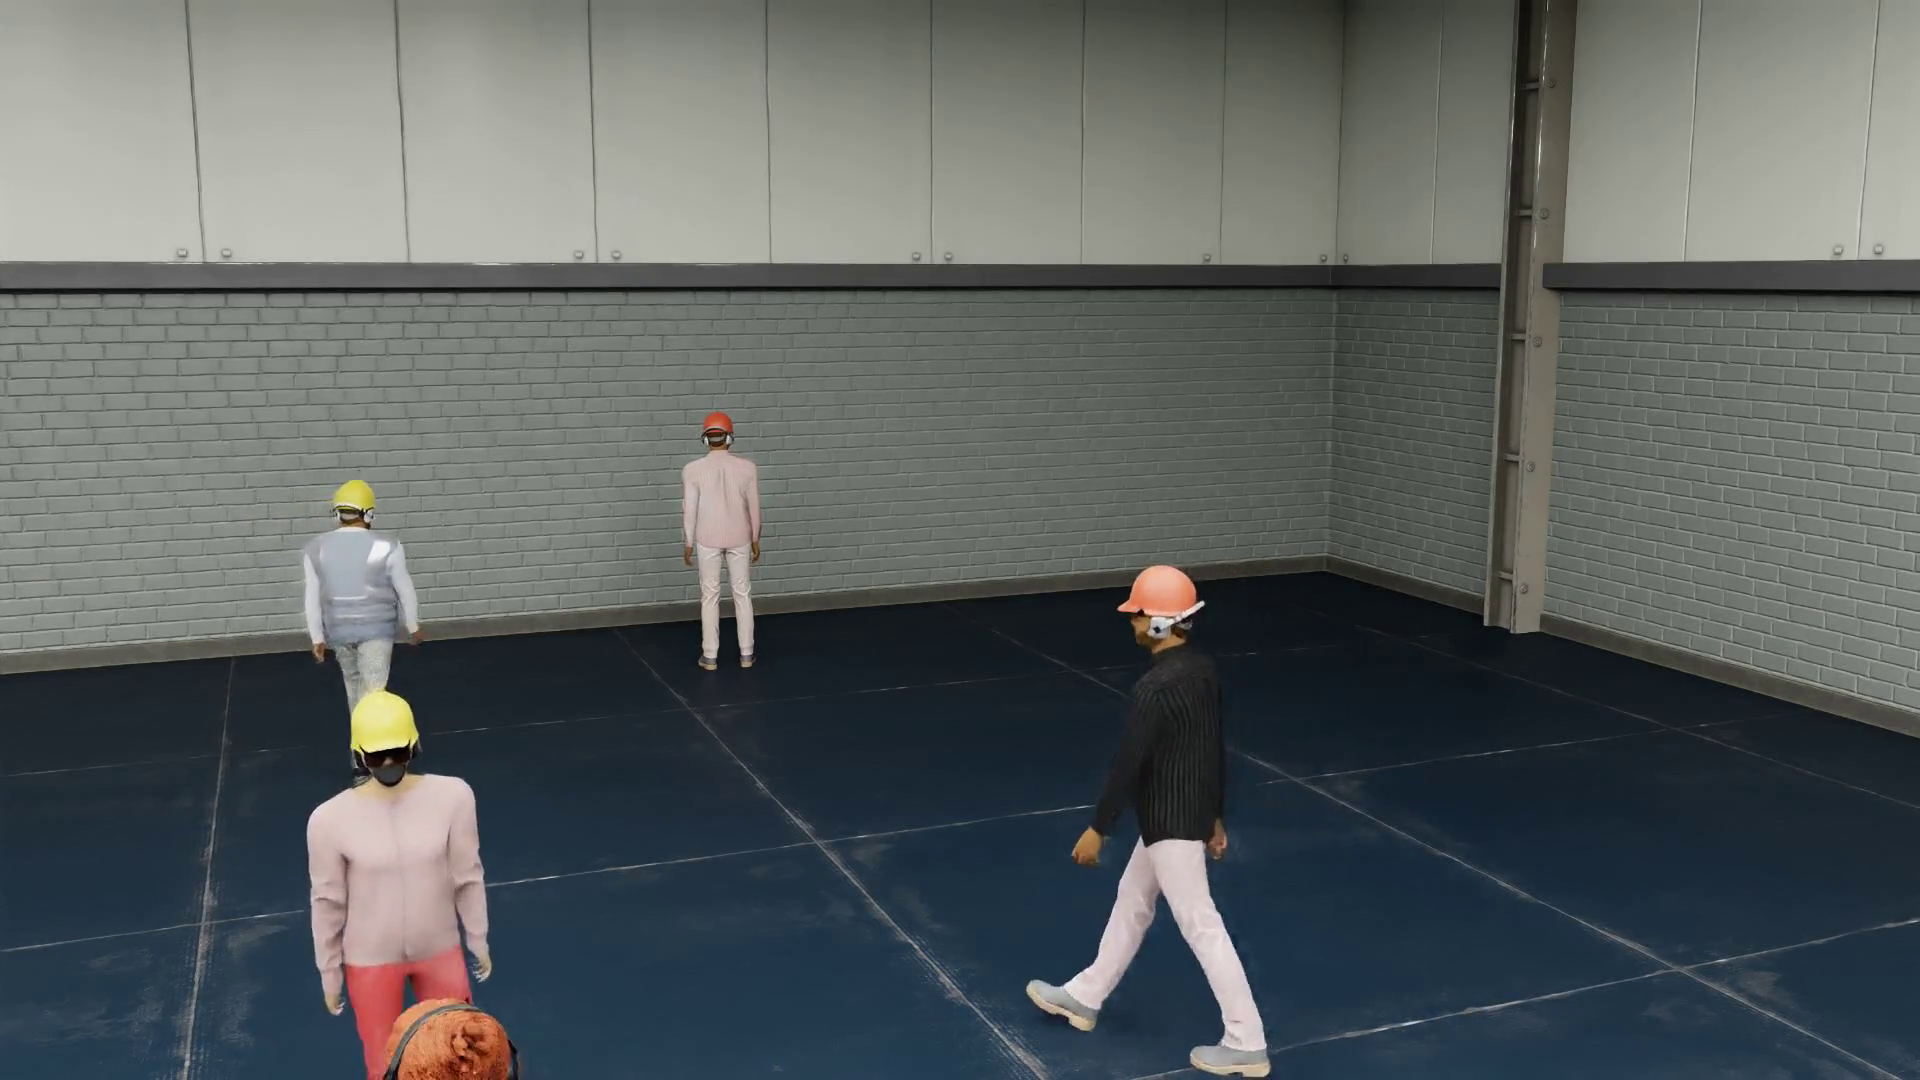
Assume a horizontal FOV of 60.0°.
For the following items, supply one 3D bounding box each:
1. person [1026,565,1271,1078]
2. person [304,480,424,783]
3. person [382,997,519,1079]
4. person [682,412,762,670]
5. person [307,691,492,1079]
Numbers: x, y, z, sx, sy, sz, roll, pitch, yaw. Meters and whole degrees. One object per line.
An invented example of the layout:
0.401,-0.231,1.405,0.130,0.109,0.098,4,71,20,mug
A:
0.754,1.061,6.385,1.045,1.937,0.604,4,10,23,person
-3.600,0.525,10.156,0.595,1.799,0.787,1,9,5,person
-0.798,1.674,2.857,0.592,1.839,0.988,-8,12,-41,person
-1.833,0.009,12.831,0.609,1.986,0.391,-2,9,-15,person
-1.801,1.315,5.354,0.546,1.750,0.485,-5,10,-30,person
